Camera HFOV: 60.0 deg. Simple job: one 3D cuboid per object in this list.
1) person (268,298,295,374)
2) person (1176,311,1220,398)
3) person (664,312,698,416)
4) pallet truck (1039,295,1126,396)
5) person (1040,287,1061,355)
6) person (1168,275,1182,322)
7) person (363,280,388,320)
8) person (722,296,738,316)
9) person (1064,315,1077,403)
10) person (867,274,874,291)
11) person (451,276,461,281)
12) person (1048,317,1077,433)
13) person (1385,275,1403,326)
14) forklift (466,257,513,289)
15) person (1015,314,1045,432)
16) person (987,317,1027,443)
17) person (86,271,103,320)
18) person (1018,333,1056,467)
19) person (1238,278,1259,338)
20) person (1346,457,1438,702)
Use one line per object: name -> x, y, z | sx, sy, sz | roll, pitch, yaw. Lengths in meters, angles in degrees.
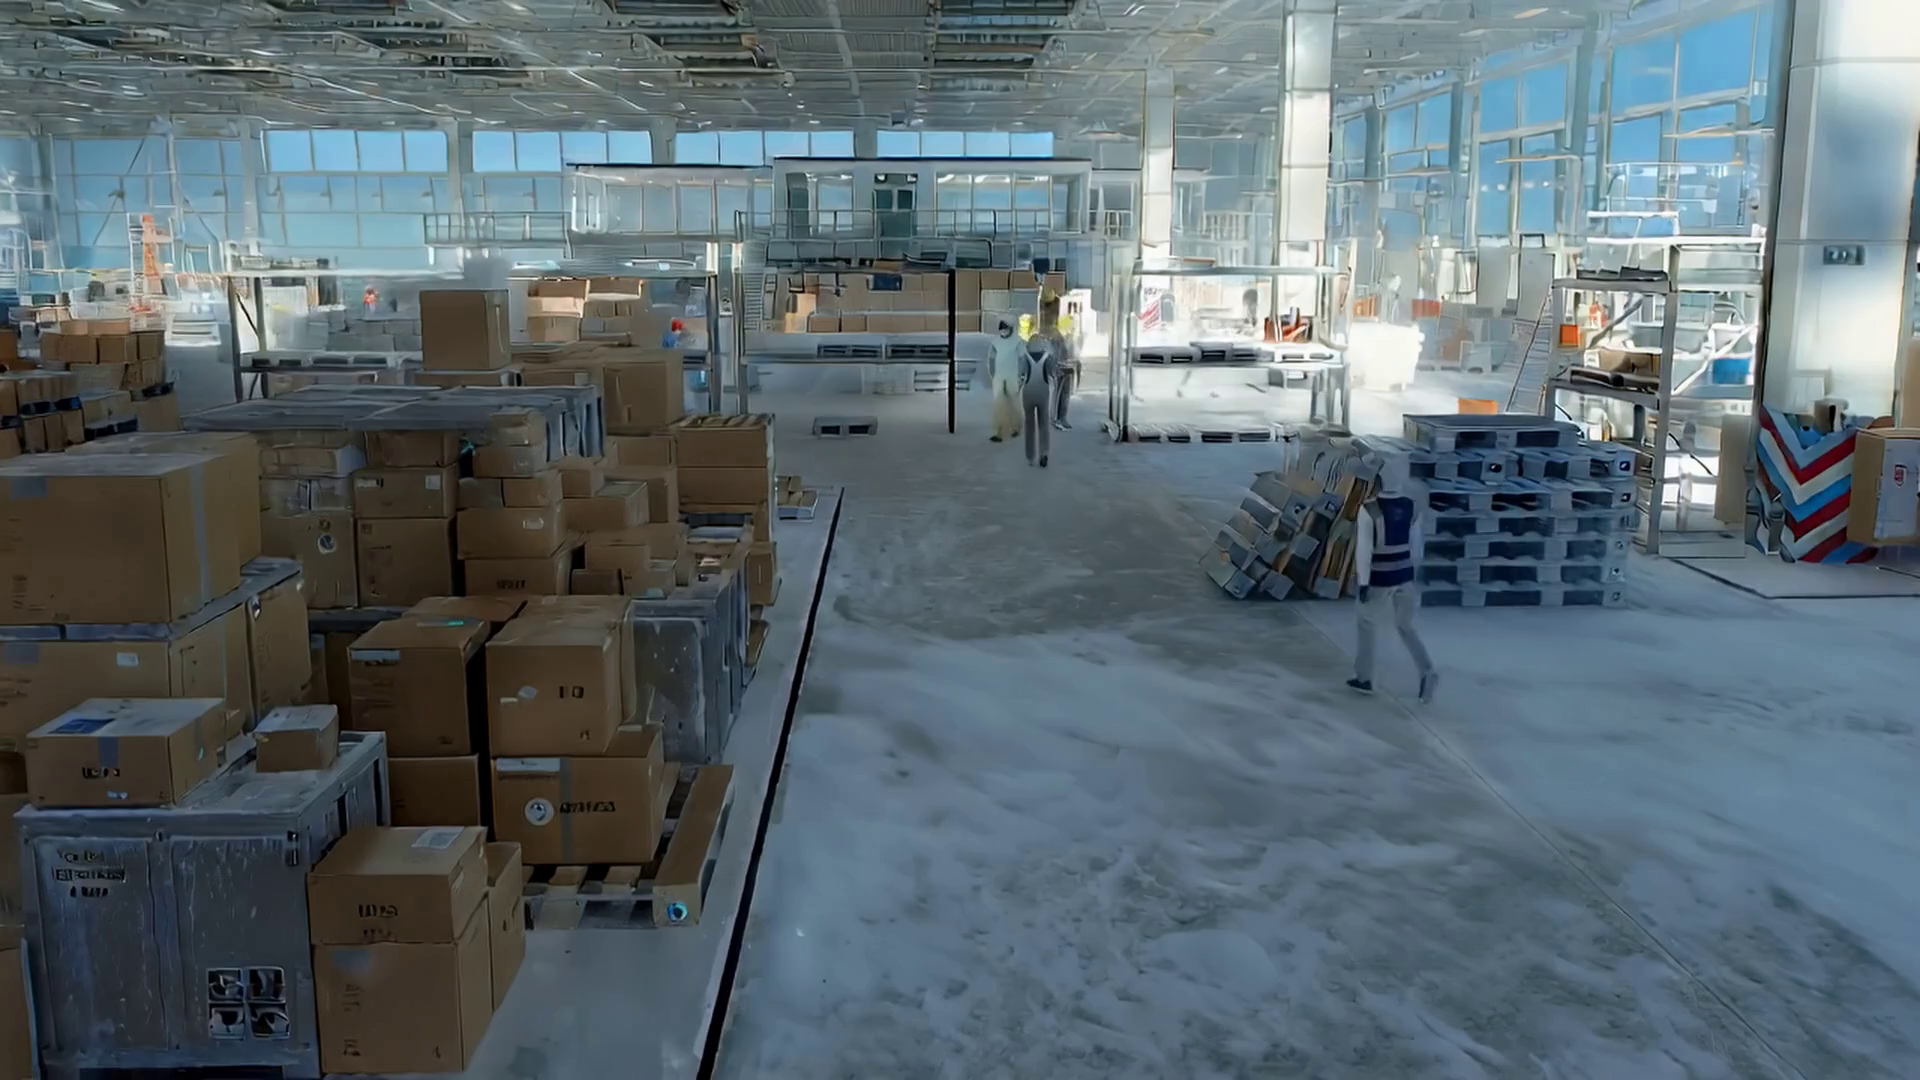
person -> -15.654, -4.708, 38.374 | 0.530, 1.737, 0.757 | 1, 10, 8
person -> 4.623, -3.596, 32.278 | 0.837, 1.713, 0.495 | -2, 10, -11
person -> -4.498, -2.705, 26.732 | 0.584, 1.918, 0.381 | 2, 10, 10
pallet truck -> 2.483, -3.881, 33.060 | 1.885, 1.965, 0.823 | -7, 13, -36
person -> 2.286, -5.262, 40.981 | 0.635, 1.922, 0.719 | 8, 13, 38
person -> 8.060, -9.107, 62.696 | 0.653, 1.808, 0.843 | 10, 14, 43
person -> -15.224, -5.769, 43.458 | 0.537, 2.000, 0.689 | 2, 10, 9
person -> -4.979, -4.377, 36.226 | 0.326, 1.861, 0.498 | 6, 12, 28
person -> 1.967, -3.384, 31.260 | 0.624, 1.663, 0.370 | -10, 14, -43
person -> -3.104, -8.457, 58.799 | 0.744, 1.918, 0.549 | -1, 10, -6
person -> -19.438, -9.419, 64.283 | 0.588, 1.867, 0.617 | -1, 10, -5
person -> 1.649, -2.638, 26.582 | 0.430, 1.840, 0.625 | 7, 12, 32
person -> 14.594, -7.941, 55.962 | 0.604, 1.893, 1.012 | 2, 10, 10
forklift -> -5.957, -2.206, 21.271 | 1.873, 2.768, 1.129 | 0, 10, -2
person -> 1.017, -2.666, 26.661 | 0.608, 1.865, 0.989 | 5, 12, 28
person -> 0.720, -2.453, 25.384 | 0.642, 1.906, 0.914 | 4, 11, 20
person -> -30.126, -8.364, 57.992 | 0.747, 2.017, 0.617 | 5, 11, 25
person -> 1.043, -1.859, 22.289 | 0.522, 1.825, 0.672 | 0, 10, -2
person -> 9.136, -7.335, 52.614 | 0.648, 1.884, 0.614 | -2, 10, -11
person -> 2.869, 0.269, 11.006 | 0.526, 1.621, 0.689 | -4, 11, -22
